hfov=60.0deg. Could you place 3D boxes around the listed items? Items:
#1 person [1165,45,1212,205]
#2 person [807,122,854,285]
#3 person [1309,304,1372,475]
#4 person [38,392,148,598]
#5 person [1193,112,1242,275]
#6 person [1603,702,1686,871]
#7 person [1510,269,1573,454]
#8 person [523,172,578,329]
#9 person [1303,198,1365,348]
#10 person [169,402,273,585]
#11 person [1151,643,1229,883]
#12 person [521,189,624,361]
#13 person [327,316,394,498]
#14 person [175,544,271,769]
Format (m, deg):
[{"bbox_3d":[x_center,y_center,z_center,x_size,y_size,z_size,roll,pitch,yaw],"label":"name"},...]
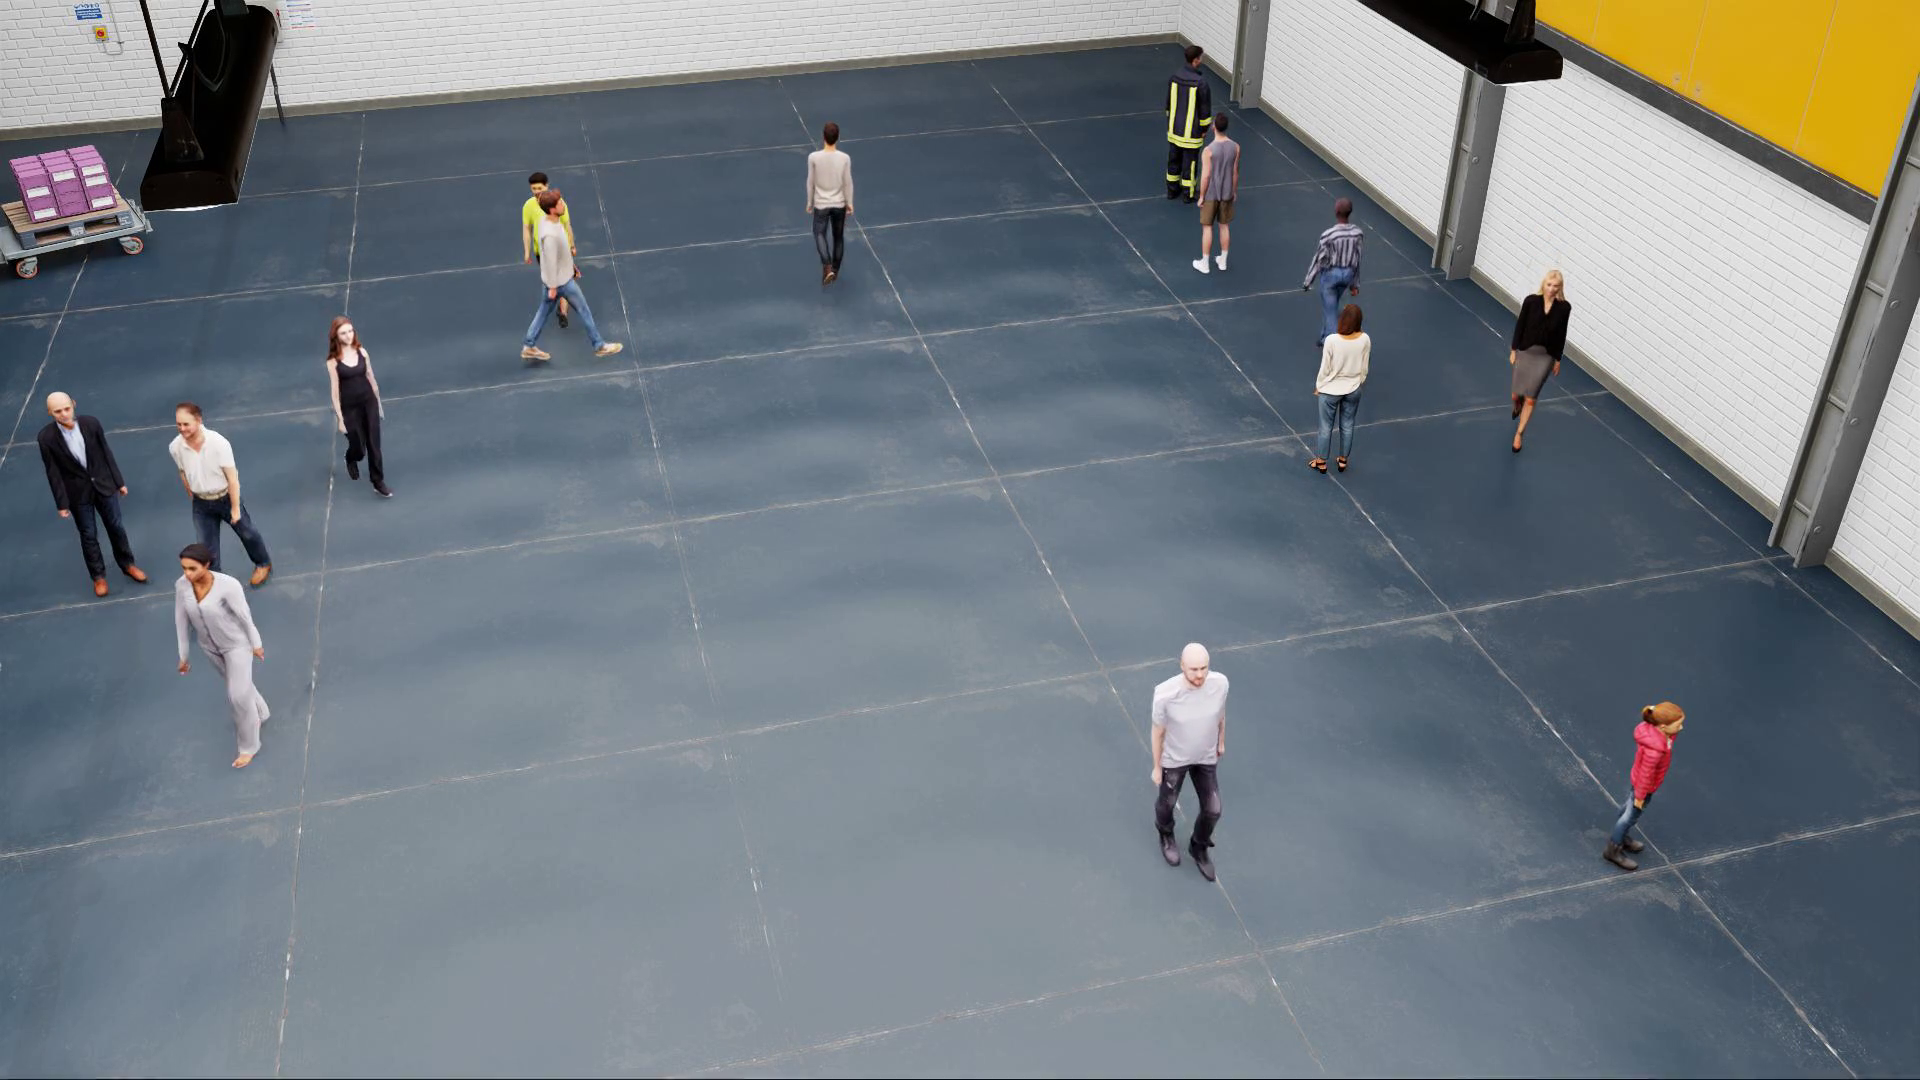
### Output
[{"bbox_3d":[2.787,-5.122,20.478,0.832,1.923,0.951,27,42,34],"label":"person"},{"bbox_3d":[-1.434,-3.658,18.337,0.740,1.855,0.911,-4,34,-6],"label":"person"},{"bbox_3d":[3.444,-1.366,15.044,0.642,1.683,0.580,-4,34,-5],"label":"person"},{"bbox_3d":[-7.072,-0.412,13.505,0.773,1.798,0.745,-27,42,-34],"label":"person"},{"bbox_3d":[2.890,-3.909,18.720,0.632,1.840,0.562,-11,35,-15],"label":"person"},{"bbox_3d":[4.485,1.583,10.940,0.642,1.315,0.584,18,38,25],"label":"person"},{"bbox_3d":[5.328,-1.690,15.395,0.842,1.835,0.931,11,35,17],"label":"person"},{"bbox_3d":[-4.343,-3.141,17.723,0.822,1.674,1.071,0,34,-1],"label":"person"},{"bbox_3d":[3.820,-2.524,16.706,0.737,1.772,0.890,-14,36,-20],"label":"person"},{"bbox_3d":[-5.903,-0.340,13.393,0.935,1.802,1.303,2,34,2],"label":"person"},{"bbox_3d":[1.455,1.347,10.844,0.712,1.814,0.745,-6,34,-10],"label":"person"},{"bbox_3d":[-4.148,-2.606,16.761,0.757,1.848,1.205,-10,35,-15],"label":"person"},{"bbox_3d":[-5.386,-1.198,14.740,0.924,1.739,0.821,27,42,34],"label":"person"},{"bbox_3d":[-5.212,0.696,11.918,0.882,1.709,1.023,7,34,11],"label":"person"}]
